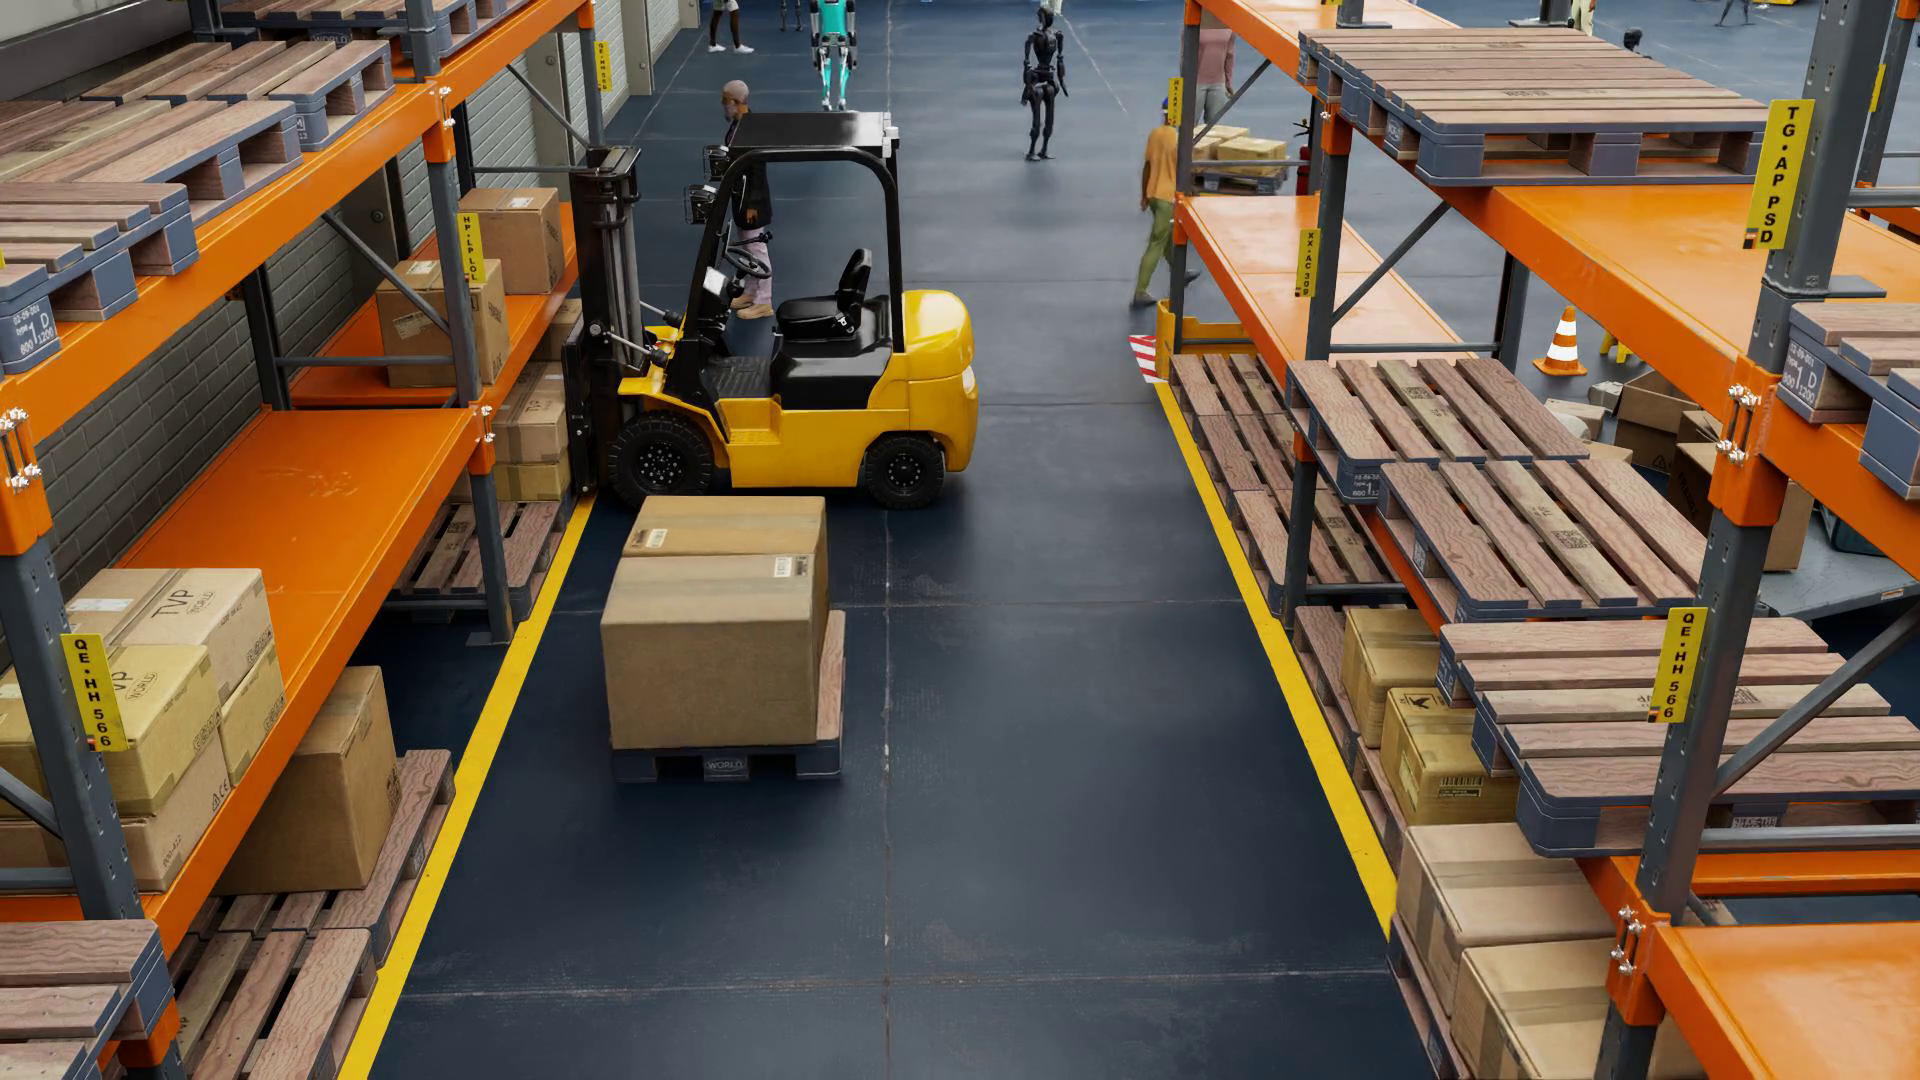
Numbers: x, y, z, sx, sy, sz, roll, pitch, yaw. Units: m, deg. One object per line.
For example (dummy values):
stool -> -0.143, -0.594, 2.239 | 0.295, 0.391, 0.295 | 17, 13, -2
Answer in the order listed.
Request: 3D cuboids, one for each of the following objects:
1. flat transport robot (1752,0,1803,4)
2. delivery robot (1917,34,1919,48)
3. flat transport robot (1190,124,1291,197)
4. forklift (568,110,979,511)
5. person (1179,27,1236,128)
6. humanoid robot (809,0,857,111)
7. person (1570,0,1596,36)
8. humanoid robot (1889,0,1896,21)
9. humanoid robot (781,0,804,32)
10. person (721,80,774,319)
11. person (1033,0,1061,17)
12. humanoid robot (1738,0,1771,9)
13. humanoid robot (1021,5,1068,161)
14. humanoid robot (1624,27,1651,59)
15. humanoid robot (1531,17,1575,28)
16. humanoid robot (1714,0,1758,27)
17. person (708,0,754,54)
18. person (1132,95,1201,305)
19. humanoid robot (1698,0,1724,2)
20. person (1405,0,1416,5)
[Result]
flat transport robot -> 15.053, -9.999, 30.478 | 0.659, 0.231, 1.431 | 18, 31, 33
delivery robot -> 15.099, -7.771, 25.445 | 0.813, 0.610, 0.499 | -14, 29, -28
flat transport robot -> 2.614, -3.473, 16.659 | 0.659, 0.231, 1.431 | 9, 27, 18
forklift -> -1.043, -1.379, 9.976 | 2.313, 2.155, 1.214 | -1, 25, -2
person -> 2.598, -4.799, 17.518 | 0.627, 1.935, 0.374 | -7, 26, -15
humanoid robot -> -1.462, -5.489, 19.138 | 0.544, 1.747, 0.678 | 0, 25, 1
person -> 8.926, -7.716, 23.747 | 0.401, 1.893, 0.531 | -7, 26, -14
humanoid robot -> 15.973, -9.615, 28.039 | 0.602, 1.628, 0.659 | 20, 32, 35
humanoid robot -> -2.786, -9.120, 26.951 | 0.599, 1.657, 0.315 | -1, 25, -2
person -> -1.675, -2.685, 13.132 | 0.404, 1.854, 0.543 | -9, 27, -17
person -> 1.545, -9.780, 28.318 | 0.561, 1.714, 0.589 | -15, 29, -29
humanoid robot -> 14.004, -10.024, 28.854 | 0.529, 1.757, 0.938 | -8, 26, -16
humanoid robot -> 0.921, -5.026, 18.295 | 0.608, 1.654, 0.309 | -18, 31, -34
humanoid robot -> 6.688, -4.332, 16.828 | 0.611, 1.653, 0.309 | -4, 26, -9
humanoid robot -> 6.411, -4.813, 17.825 | 0.530, 1.804, 0.797 | -8, 26, -16
humanoid robot -> 12.875, -9.253, 27.271 | 0.650, 1.631, 0.614 | 14, 29, 28
person -> -3.496, -8.238, 24.903 | 0.696, 1.854, 0.550 | -5, 26, -10
person -> 1.737, -2.779, 13.542 | 0.891, 1.674, 0.444 | -16, 29, -30
humanoid robot -> 13.730, -10.630, 30.166 | 0.473, 1.647, 0.586 | 22, 33, 38
person -> 6.850, -8.464, 25.396 | 0.387, 1.837, 0.561 | 23, 34, 39
